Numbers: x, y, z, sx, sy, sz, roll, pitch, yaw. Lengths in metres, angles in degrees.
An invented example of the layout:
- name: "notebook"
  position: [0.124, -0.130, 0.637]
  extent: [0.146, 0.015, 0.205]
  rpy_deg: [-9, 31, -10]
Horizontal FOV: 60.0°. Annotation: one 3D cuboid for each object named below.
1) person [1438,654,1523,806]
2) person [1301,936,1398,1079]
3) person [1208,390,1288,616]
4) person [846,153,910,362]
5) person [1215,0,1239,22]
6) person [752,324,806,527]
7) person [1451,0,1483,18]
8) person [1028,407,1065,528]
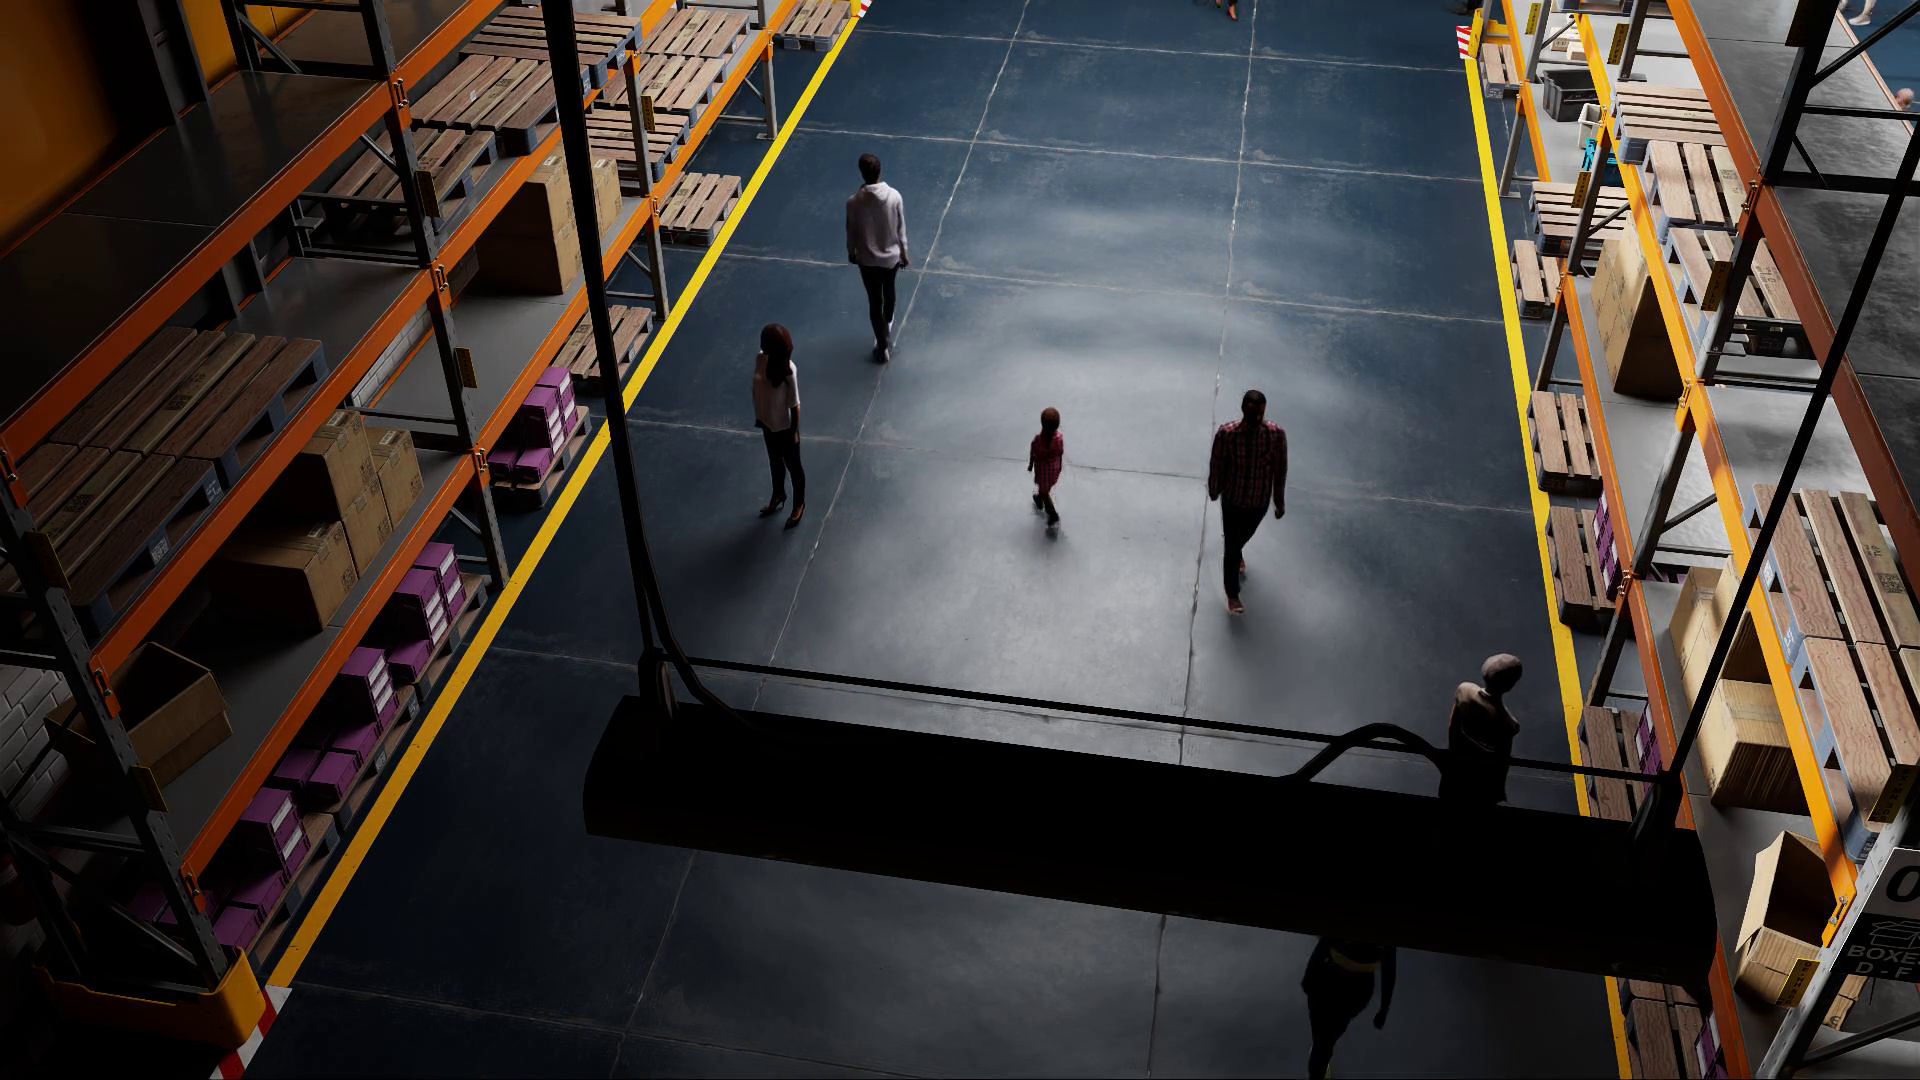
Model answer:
- name: "person"
  position: [3.102, 1.382, 10.065]
  extent: [0.763, 1.755, 0.681]
  rpy_deg: [-20, 43, -23]
- name: "person"
  position: [2.032, 2.332, 8.897]
  extent: [0.640, 1.728, 0.867]
  rpy_deg: [4, 39, 5]
- name: "person"
  position: [2.114, -0.382, 12.308]
  extent: [0.865, 1.712, 1.182]
  rpy_deg: [-2, 39, -3]
- name: "person"
  position: [-0.710, -2.462, 14.764]
  extent: [0.935, 1.897, 1.115]
  rpy_deg: [-7, 39, -9]
- name: "person"
  position: [3.491, -7.507, 21.262]
  extent: [0.850, 1.671, 0.911]
  rpy_deg: [-21, 43, -24]
- name: "person"
  position: [-1.384, -0.906, 12.898]
  extent: [0.682, 1.795, 0.701]
  rpy_deg: [31, 48, 33]
- name: "person"
  position: [6.698, -7.693, 21.322]
  extent: [0.844, 1.887, 0.722]
  rpy_deg: [27, 46, 30]
- name: "person"
  position: [0.689, -0.572, 13.111]
  extent: [0.652, 1.007, 0.779]
  rpy_deg: [-16, 41, -19]
